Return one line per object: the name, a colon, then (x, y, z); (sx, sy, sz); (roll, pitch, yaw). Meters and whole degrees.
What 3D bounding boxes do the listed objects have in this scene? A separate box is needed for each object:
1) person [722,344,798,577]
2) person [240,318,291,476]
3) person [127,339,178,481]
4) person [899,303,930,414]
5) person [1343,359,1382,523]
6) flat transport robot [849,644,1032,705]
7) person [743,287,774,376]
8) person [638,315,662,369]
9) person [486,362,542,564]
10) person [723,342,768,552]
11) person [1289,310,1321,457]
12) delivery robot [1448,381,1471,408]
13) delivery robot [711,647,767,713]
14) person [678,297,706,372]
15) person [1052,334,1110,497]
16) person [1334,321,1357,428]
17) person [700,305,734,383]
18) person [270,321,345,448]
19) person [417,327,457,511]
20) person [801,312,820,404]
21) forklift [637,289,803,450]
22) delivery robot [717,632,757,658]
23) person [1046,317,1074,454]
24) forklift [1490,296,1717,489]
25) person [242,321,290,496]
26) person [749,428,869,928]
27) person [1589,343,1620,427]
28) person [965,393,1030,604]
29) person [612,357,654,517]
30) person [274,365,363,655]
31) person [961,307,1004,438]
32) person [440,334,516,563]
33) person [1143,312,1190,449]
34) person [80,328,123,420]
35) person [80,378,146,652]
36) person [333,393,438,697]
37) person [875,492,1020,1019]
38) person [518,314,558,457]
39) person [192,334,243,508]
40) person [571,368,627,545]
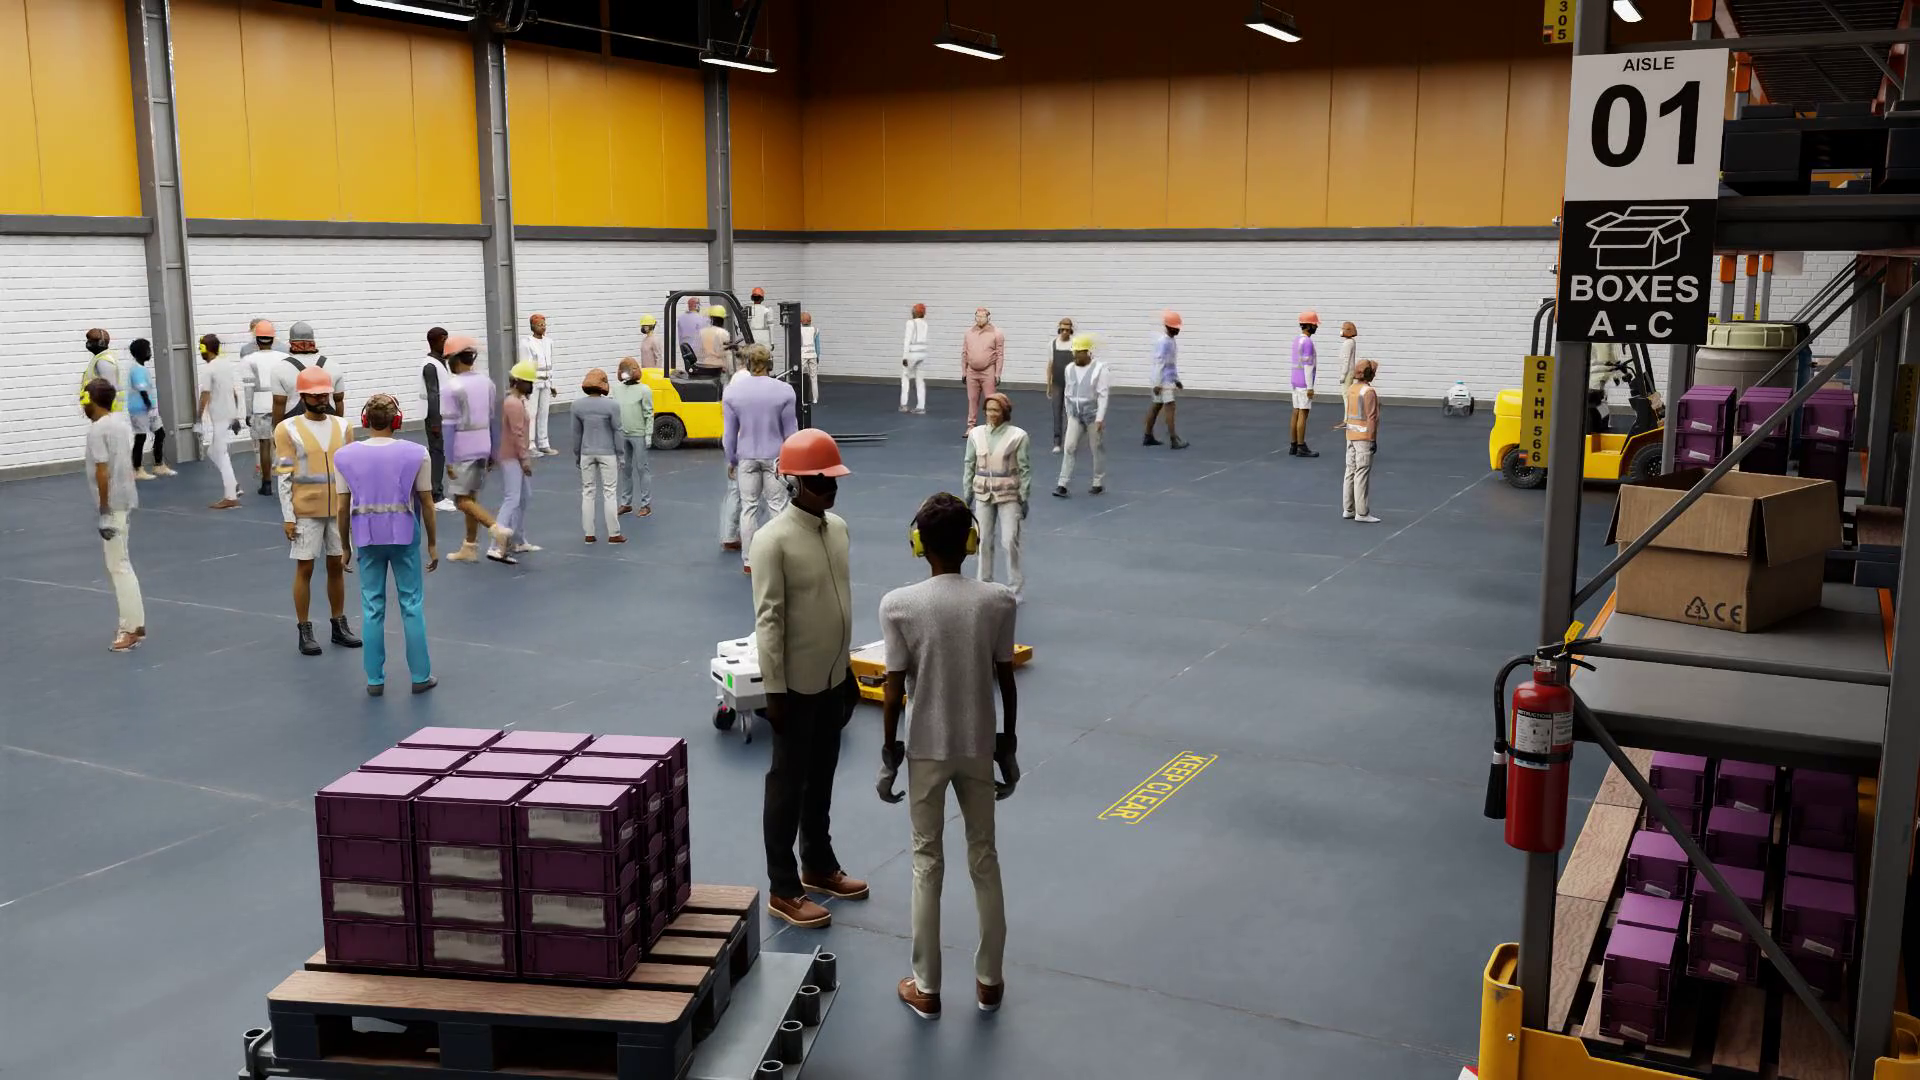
person: (-1.646, -0.651, 13.807); (0.627, 1.935, 0.370); (0, 10, 2)
person: (-8.324, -1.701, 19.951); (0.623, 1.914, 0.534); (0, 10, 0)
person: (-9.554, -1.536, 19.670); (0.577, 1.681, 0.545); (-3, 10, -18)
person: (-0.769, -3.045, 27.947); (0.668, 1.840, 0.611); (-9, 13, -42)
person: (4.023, -0.995, 16.660); (0.309, 1.638, 0.511); (-2, 10, -14)
flat transport robot: (-0.198, 0.754, 10.483); (0.652, 0.197, 1.431); (7, 12, 34)
person: (-3.839, -3.800, 31.721); (0.608, 2.044, 0.373); (0, 10, -1)
person: (-4.658, -2.495, 24.970); (0.315, 1.767, 0.535); (-7, 12, -34)
person: (-3.916, -0.686, 14.611); (0.472, 1.737, 0.689); (-3, 10, -15)
person: (-1.889, -0.808, 14.848); (0.534, 1.889, 0.680); (-6, 11, -30)
person: (4.566, -2.067, 21.989); (0.365, 1.939, 0.542); (-1, 10, -6)
delivery robot: (8.301, -2.398, 27.642); (0.477, 0.478, 0.707); (2, 10, 14)
delivery robot: (-1.033, 0.759, 9.363); (0.707, 0.478, 0.477); (-5, 11, -26)
person: (-4.688, -3.343, 29.474); (0.654, 1.904, 0.407); (8, 12, 38)
person: (1.335, -1.344, 18.217); (0.607, 1.791, 0.840); (6, 12, 32)
person: (5.955, -2.545, 25.632); (0.280, 1.636, 0.500); (4, 11, 22)
person: (-3.642, -2.560, 24.913); (0.594, 1.912, 0.446); (9, 13, 43)
person: (-6.307, -1.089, 16.038); (0.690, 2.000, 0.538); (-8, 13, -40)
person: (-5.485, -1.268, 17.429); (0.371, 1.916, 0.597); (-2, 10, -11)
person: (-2.725, -3.220, 29.533); (0.511, 1.641, 0.308); (-5, 11, -26)
forklift: (-3.358, -2.392, 23.136); (2.313, 2.155, 1.214); (-1, 10, -5)
delivery robot: (-1.072, 0.678, 9.829); (0.707, 0.478, 0.477); (-8, 13, -39)
person: (1.422, -2.091, 22.459); (0.515, 1.829, 0.725); (2, 10, 14)
forklift: (7.296, -1.677, 18.993); (2.313, 2.155, 1.214); (5, 11, 27)
person: (-7.673, -1.462, 18.490); (0.543, 1.939, 0.361); (-6, 12, -33)
person: (-0.604, 0.541, 6.729); (0.381, 1.994, 0.614); (5, 11, 26)
person: (9.210, -2.367, 24.234); (0.652, 1.762, 0.907); (-5, 11, -28)
person: (0.282, -0.306, 12.664); (0.522, 1.638, 0.311); (5, 11, 25)
person: (-3.357, -1.052, 16.998); (0.507, 1.632, 0.277); (4, 11, 24)
person: (-4.302, -0.205, 11.214); (0.360, 1.939, 0.543); (9, 13, 42)
person: (0.310, -2.423, 24.137); (0.643, 1.913, 0.410); (4, 10, 20)
person: (-4.137, -0.753, 14.219); (0.752, 2.008, 0.613); (4, 11, 24)
person: (2.849, -2.194, 22.929); (0.767, 1.885, 0.601); (3, 10, 15)
person: (-9.686, -1.469, 18.799); (0.429, 1.846, 0.633); (-5, 11, -29)
person: (-5.828, -0.176, 11.369); (0.351, 1.836, 0.689); (-1, 10, -8)
person: (-3.469, 0.036, 10.087); (0.570, 1.843, 0.372); (-2, 10, -12)
person: (-0.043, 0.758, 5.859); (0.520, 1.865, 0.327); (-2, 10, -13)
person: (-5.569, -2.041, 22.001); (0.358, 1.883, 0.572); (6, 11, 29)
person: (-7.824, -1.241, 17.526); (0.436, 1.842, 0.660); (0, 10, 0)
person: (-3.332, -0.768, 15.353); (0.499, 1.633, 0.281); (2, 10, 10)
